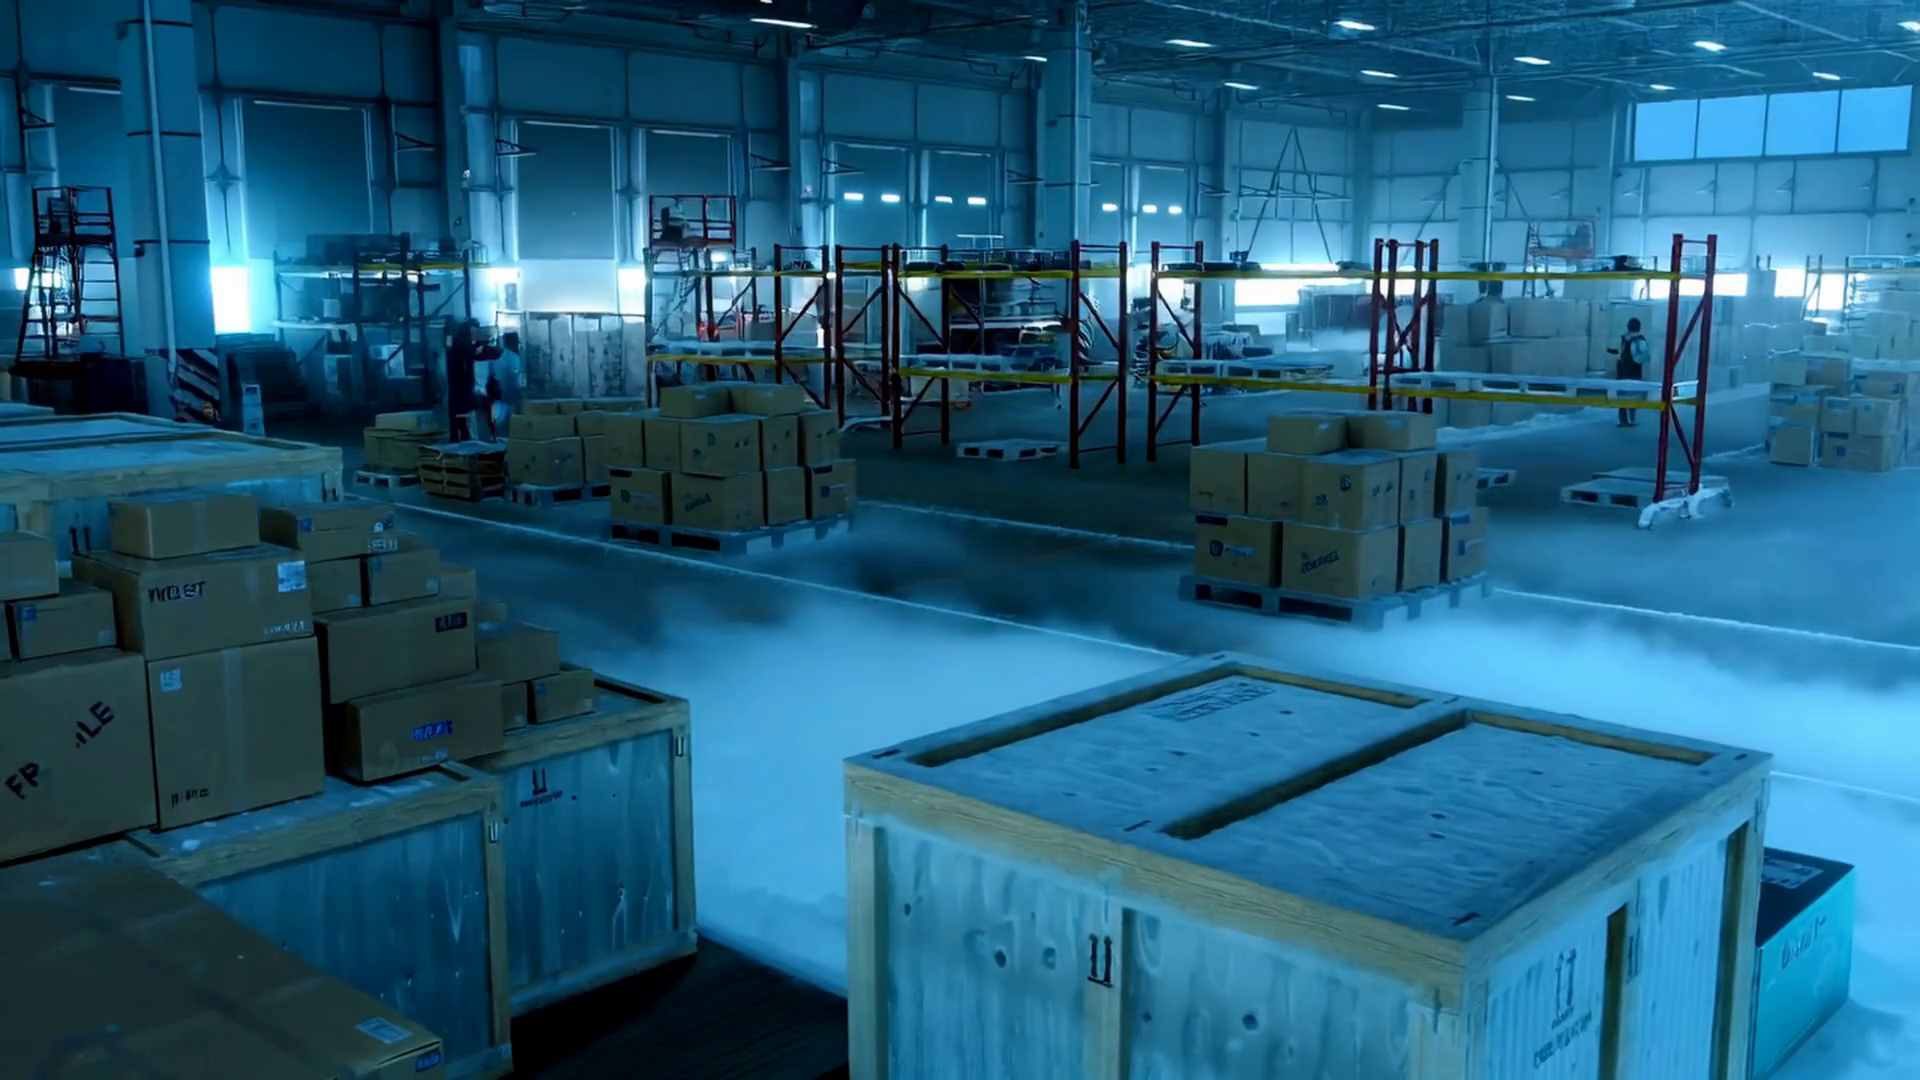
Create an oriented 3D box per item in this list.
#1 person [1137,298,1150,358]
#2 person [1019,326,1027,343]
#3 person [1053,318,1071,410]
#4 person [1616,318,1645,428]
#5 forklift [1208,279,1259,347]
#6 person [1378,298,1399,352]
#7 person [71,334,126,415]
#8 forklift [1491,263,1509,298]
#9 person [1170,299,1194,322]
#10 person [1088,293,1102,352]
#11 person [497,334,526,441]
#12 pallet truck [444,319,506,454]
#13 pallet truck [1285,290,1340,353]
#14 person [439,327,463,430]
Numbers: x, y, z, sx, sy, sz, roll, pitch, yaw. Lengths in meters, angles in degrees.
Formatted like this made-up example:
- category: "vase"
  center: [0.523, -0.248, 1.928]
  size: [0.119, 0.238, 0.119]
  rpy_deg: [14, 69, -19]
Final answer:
- category: "person"
  center: [5.142, -5.727, 45.738]
  size: [0.448, 1.867, 0.584]
  rpy_deg: [-7, 12, -36]
- category: "person"
  center: [1.717, -5.459, 44.871]
  size: [0.475, 1.626, 0.520]
  rpy_deg: [-4, 10, -25]
- category: "person"
  center: [1.991, -3.315, 31.373]
  size: [0.485, 1.736, 0.321]
  rpy_deg: [0, 9, 1]
- category: "person"
  center: [11.209, -2.781, 27.762]
  size: [0.345, 1.846, 0.507]
  rpy_deg: [-6, 11, -33]
- category: "forklift"
  center: [7.277, -6.285, 46.082]
  size: [1.873, 2.768, 1.129]
  rpy_deg: [9, 13, 43]
- category: "person"
  center: [11.334, -5.478, 44.051]
  size: [0.473, 1.923, 0.660]
  rpy_deg: [-4, 10, -24]
- category: "person"
  center: [-9.042, -1.170, 17.460]
  size: [0.645, 1.978, 0.442]
  rpy_deg: [1, 9, 8]
- category: "forklift"
  center: [14.960, -6.327, 46.335]
  size: [1.873, 2.768, 1.129]
  rpy_deg: [3, 10, 17]
- category: "person"
  center: [5.581, -5.143, 42.055]
  size: [0.635, 1.920, 0.668]
  rpy_deg: [-2, 10, -13]
- category: "person"
  center: [4.137, -6.659, 51.308]
  size: [0.543, 1.928, 0.393]
  rpy_deg: [-5, 10, -26]
- category: "person"
  center: [-6.871, -2.359, 25.747]
  size: [0.871, 1.644, 0.552]
  rpy_deg: [-5, 11, -29]
- category: "pallet truck"
  center: [-6.981, -1.942, 22.150]
  size: [1.885, 1.965, 0.823]
  rpy_deg: [1, 9, 9]
- category: "pallet truck"
  center: [11.297, -6.951, 52.861]
  size: [1.885, 1.965, 0.823]
  rpy_deg: [-5, 11, -29]
- category: "person"
  center: [-8.165, -2.590, 26.871]
  size: [0.479, 1.753, 0.533]
  rpy_deg: [7, 12, 37]
